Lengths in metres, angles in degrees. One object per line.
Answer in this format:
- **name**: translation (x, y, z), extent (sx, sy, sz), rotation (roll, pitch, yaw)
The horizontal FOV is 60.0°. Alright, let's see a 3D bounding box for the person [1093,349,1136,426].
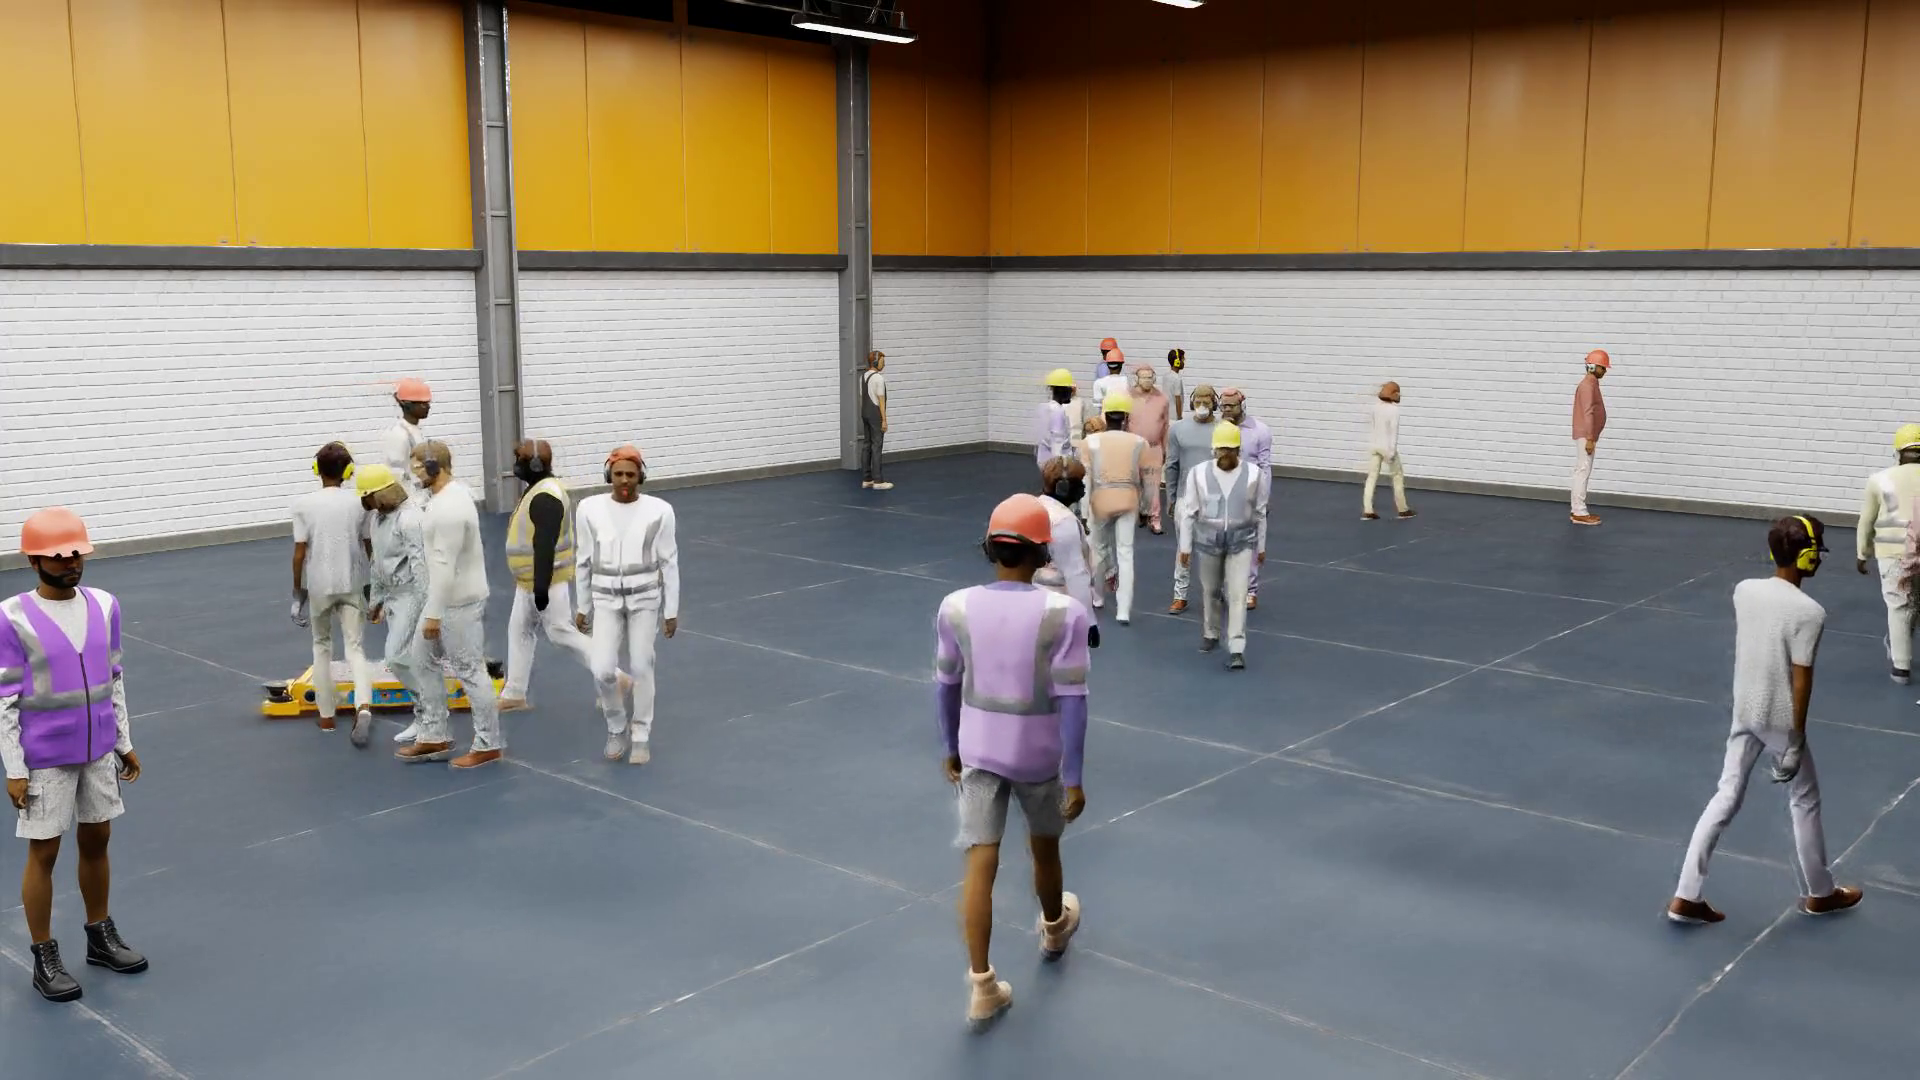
- **person**: translation (1.895, -1.383, 20.481), extent (0.552, 1.930, 0.373), rotation (-1, 9, -6)

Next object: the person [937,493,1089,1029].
- **person**: translation (0.225, 0.807, 6.539), extent (0.637, 1.987, 1.028), rotation (3, 10, 18)

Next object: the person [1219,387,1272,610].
- **person**: translation (2.315, -0.356, 14.164), extent (0.654, 1.895, 0.402), rotation (3, 10, 19)

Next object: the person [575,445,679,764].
- **person**: translation (-1.916, 0.383, 9.596), extent (0.605, 1.863, 0.442), rotation (-1, 9, -4)

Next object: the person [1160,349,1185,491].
- **person**: translation (2.818, -1.581, 21.920), extent (0.336, 1.873, 0.521), rotation (-2, 9, -15)

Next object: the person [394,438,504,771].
- **person**: translation (-3.001, 0.376, 9.512), extent (0.726, 1.909, 0.625), rotation (-4, 10, -22)

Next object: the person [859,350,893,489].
- **person**: translation (-1.133, -1.591, 22.080), extent (0.344, 1.840, 0.507), rotation (-7, 11, -36)

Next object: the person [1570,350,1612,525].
- **person**: translation (7.202, -1.176, 19.015), extent (0.393, 1.985, 0.610), rotation (3, 10, 18)

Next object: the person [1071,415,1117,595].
- **person**: translation (1.187, -0.281, 14.528), extent (0.523, 1.617, 0.350), rotation (7, 11, 35)

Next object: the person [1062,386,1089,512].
- **person**: translation (1.309, -1.135, 19.999), extent (0.524, 1.585, 0.900), rotation (-3, 10, -20)

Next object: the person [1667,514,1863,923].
- **person**: translation (3.539, 0.784, 7.238), extent (0.980, 1.823, 0.512), rotation (-4, 10, -23)

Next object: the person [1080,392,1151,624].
- **person**: translation (1.278, -0.279, 13.762), extent (0.601, 1.865, 1.030), rotation (-1, 9, -4)

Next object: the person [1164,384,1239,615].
- **person**: translation (2.011, -0.333, 13.869), extent (0.629, 1.940, 0.373), rotation (3, 9, 15)

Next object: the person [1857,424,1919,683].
- **person**: translation (6.694, 0.075, 11.803), extent (0.607, 1.772, 0.951), rotation (2, 9, 15)

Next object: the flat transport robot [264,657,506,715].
- **flat transport robot**: translation (-3.777, 0.954, 11.004), extent (1.431, 0.197, 0.652), rotation (-1, 9, -9)

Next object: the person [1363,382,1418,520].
- **person**: translation (5.004, -1.034, 19.302), extent (0.769, 1.599, 0.510), rotation (-5, 10, -27)

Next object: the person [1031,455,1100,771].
- **person**: translation (0.568, 0.423, 9.475), extent (0.455, 1.823, 0.629), rotation (-1, 9, -7)

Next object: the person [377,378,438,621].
- **person**: translation (-4.368, -0.318, 13.564), extent (0.979, 1.996, 0.622), rotation (-1, 9, -9)

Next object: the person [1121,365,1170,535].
- **person**: translation (2.017, -1.019, 18.481), extent (0.659, 1.858, 1.019), rotation (-1, 9, -8)

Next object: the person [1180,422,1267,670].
- **person**: translation (1.924, 0.019, 12.181), extent (0.623, 1.787, 0.865), rotation (2, 9, 10)

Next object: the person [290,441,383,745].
- **person**: translation (-3.801, 0.320, 10.134), extent (0.536, 1.836, 0.839), rotation (-5, 10, -27)

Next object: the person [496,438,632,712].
- **person**: translation (-2.624, 0.233, 10.756), extent (0.913, 1.810, 0.633), rotation (-3, 10, -18)

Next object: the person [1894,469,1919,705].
- **person**: translation (6.393, 0.251, 10.851), extent (0.453, 1.741, 0.532), rotation (-1, 9, -8)

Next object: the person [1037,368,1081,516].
- **person**: translation (1.018, -0.739, 16.480), extent (0.500, 1.912, 0.611), rotation (-1, 9, -8)

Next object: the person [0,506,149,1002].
- **person**: translation (-3.519, 0.826, 6.591), extent (0.360, 1.939, 0.543), rotation (5, 10, 28)

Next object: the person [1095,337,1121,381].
- **person**: translation (2.133, -1.963, 24.110), extent (0.375, 1.935, 0.551), rotation (0, 9, 1)

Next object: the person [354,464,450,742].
- **person**: translation (-3.402, 0.384, 10.066), extent (0.439, 1.703, 0.518), rotation (-9, 12, -43)
